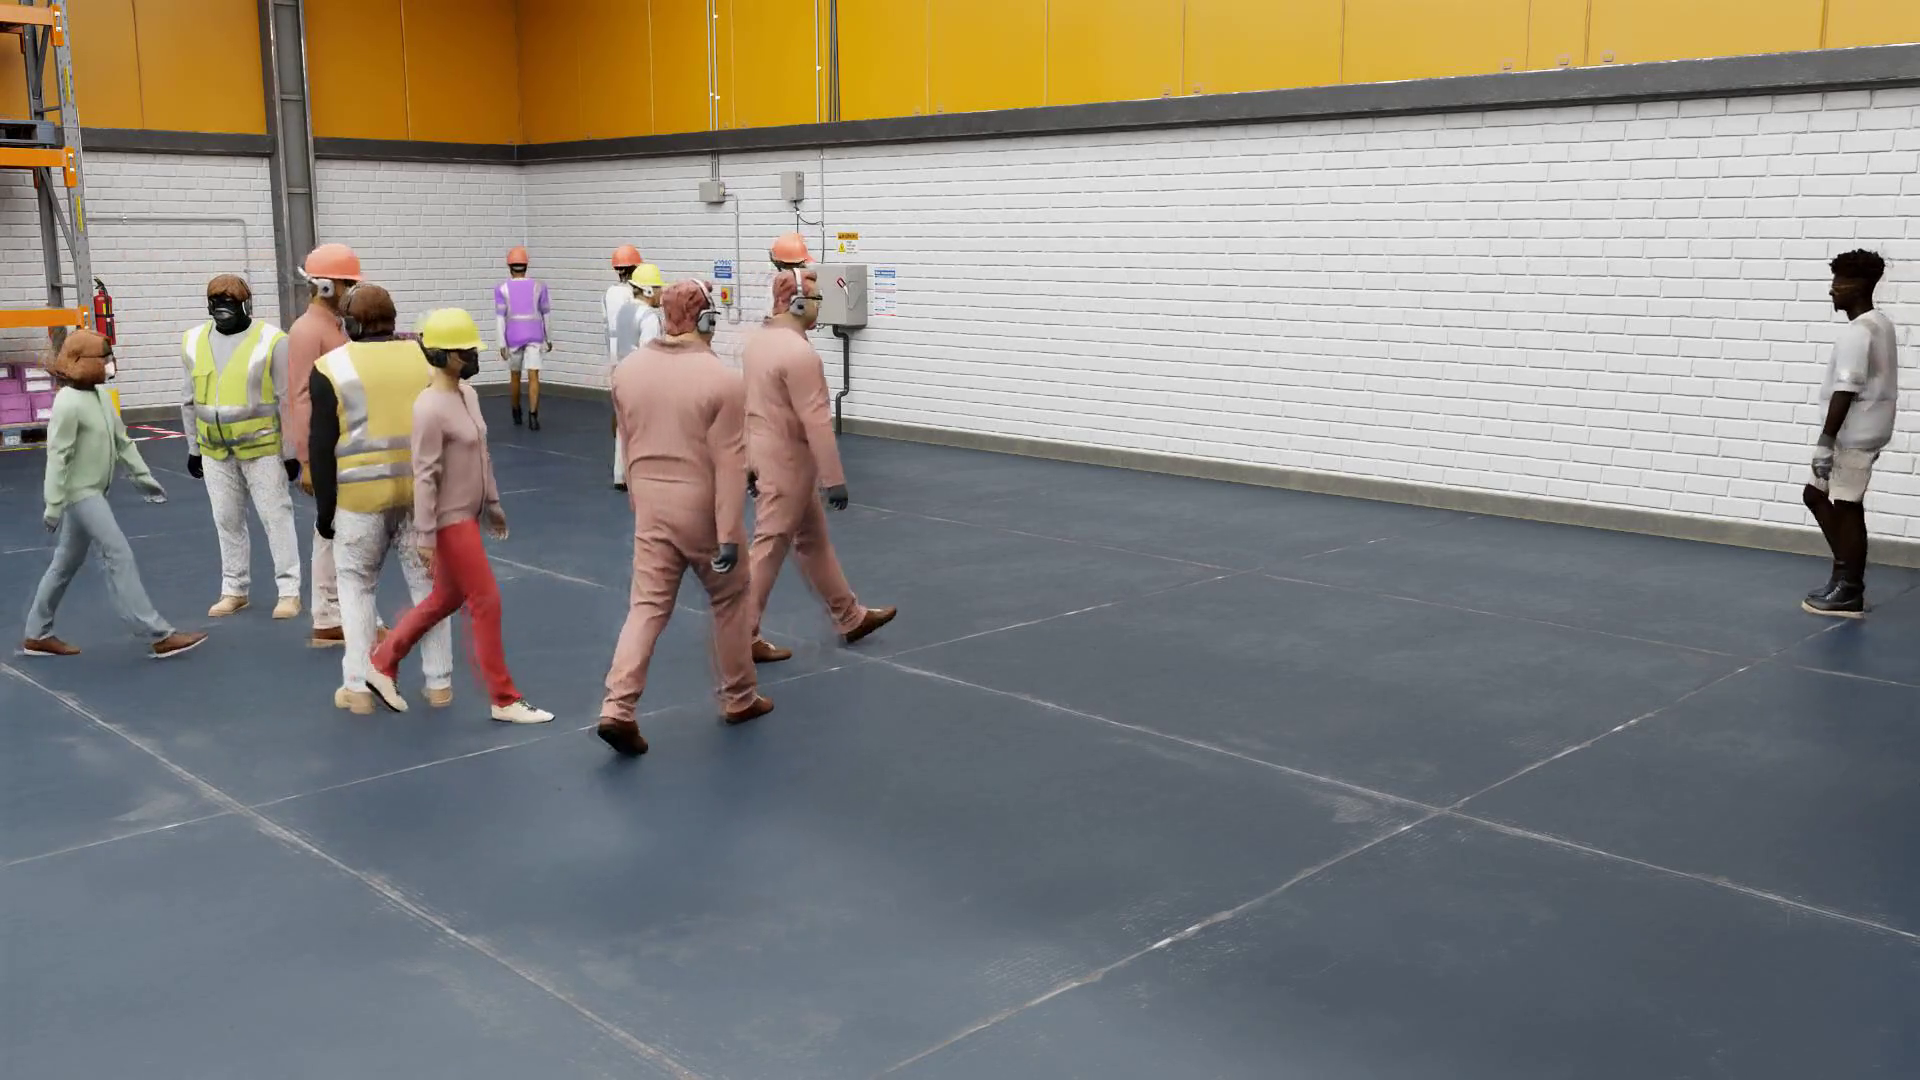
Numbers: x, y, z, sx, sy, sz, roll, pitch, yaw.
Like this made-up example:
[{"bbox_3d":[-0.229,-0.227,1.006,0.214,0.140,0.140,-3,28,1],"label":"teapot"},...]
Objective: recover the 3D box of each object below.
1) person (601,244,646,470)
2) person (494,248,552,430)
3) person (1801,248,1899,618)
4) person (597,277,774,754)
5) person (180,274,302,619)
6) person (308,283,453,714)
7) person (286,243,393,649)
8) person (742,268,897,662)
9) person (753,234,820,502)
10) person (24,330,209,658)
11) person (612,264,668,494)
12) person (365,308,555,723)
[{"bbox_3d":[-2.819,-1.550,14.265,0.545,1.943,0.347,9,14,40],"label":"person"},{"bbox_3d":[-4.600,-2.121,17.549,0.565,1.880,1.009,-3,11,-14],"label":"person"},{"bbox_3d":[4.677,-0.557,8.816,0.465,1.949,0.645,8,13,36],"label":"person"},{"bbox_3d":[-1.114,-0.103,6.594,0.633,1.867,0.958,5,11,23],"label":"person"},{"bbox_3d":[-3.769,-0.477,8.759,0.640,1.832,0.432,1,10,7],"label":"person"},{"bbox_3d":[-2.437,-0.173,7.097,0.628,1.825,0.433,-8,13,-39],"label":"person"},{"bbox_3d":[-2.914,-0.435,8.077,0.647,1.975,0.645,-1,10,-7],"label":"person"},{"bbox_3d":[-0.704,-0.351,7.929,0.963,1.857,0.679,-4,11,-22],"label":"person"},{"bbox_3d":[-1.322,-1.265,12.521,0.481,2.018,0.747,0,10,3],"label":"person"},{"bbox_3d":[-4.110,-0.205,7.912,0.883,1.581,0.506,-2,11,-12],"label":"person"},{"bbox_3d":[-2.375,-1.259,13.087,0.866,1.796,0.596,-8,13,-36],"label":"person"},{"bbox_3d":[-2.154,-0.095,6.890,0.832,1.737,0.522,0,10,1],"label":"person"}]
